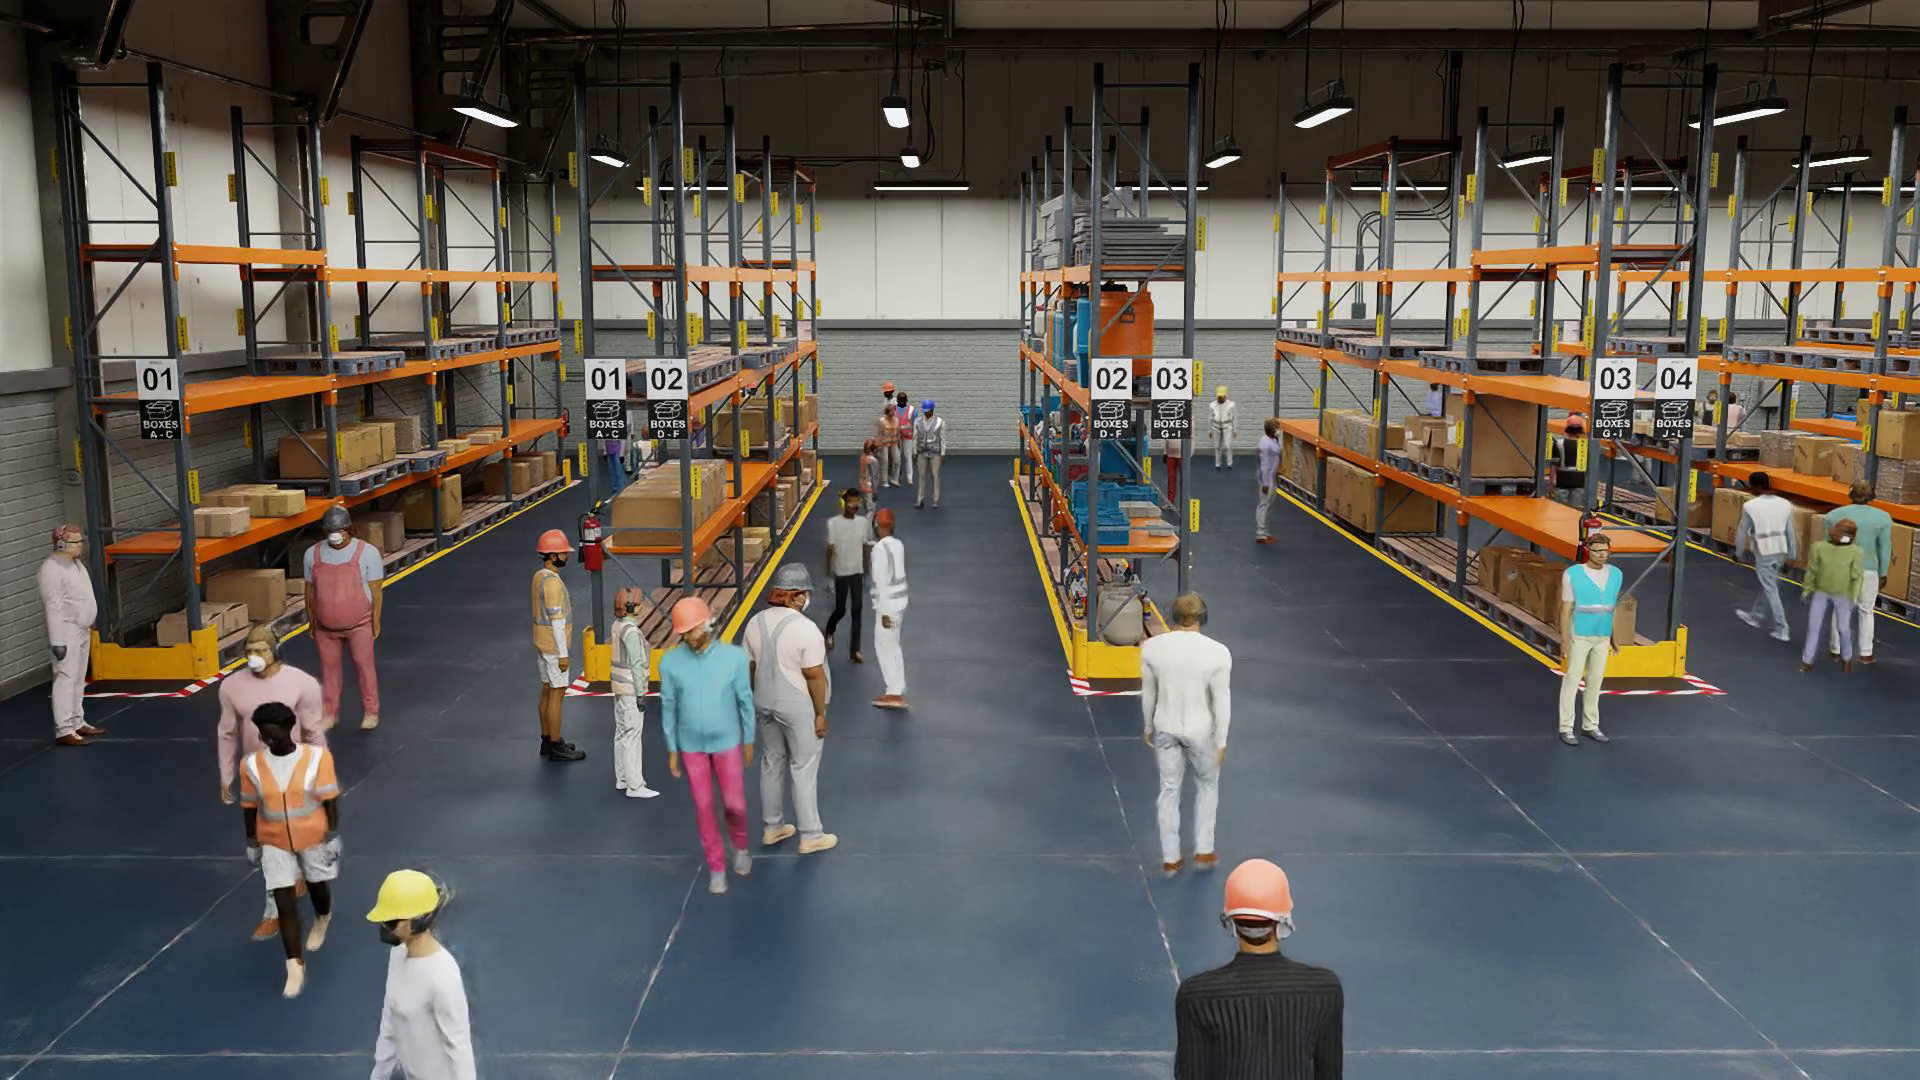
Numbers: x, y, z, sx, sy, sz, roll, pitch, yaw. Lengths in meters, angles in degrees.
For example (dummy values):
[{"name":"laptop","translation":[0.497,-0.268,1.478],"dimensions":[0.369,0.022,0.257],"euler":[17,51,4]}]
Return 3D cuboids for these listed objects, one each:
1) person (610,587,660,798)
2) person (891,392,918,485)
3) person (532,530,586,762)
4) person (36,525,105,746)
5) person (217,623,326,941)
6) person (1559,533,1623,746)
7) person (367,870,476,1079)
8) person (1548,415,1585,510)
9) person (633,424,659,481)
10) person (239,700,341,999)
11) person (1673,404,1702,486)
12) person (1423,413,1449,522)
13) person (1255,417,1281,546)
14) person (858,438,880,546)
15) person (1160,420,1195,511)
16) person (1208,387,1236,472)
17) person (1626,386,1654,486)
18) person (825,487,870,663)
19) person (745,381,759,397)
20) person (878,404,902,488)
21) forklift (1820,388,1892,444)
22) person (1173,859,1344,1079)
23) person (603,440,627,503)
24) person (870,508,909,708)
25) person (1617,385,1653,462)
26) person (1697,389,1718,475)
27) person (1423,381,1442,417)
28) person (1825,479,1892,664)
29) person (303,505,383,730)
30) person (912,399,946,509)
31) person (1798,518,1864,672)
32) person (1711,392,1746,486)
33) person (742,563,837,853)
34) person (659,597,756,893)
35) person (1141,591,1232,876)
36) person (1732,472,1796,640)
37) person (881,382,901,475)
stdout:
[{"name":"person","translation":[-2.548,1.175,12.871],"dimensions":[0.307,1.641,0.512],"euler":[-5,10,-27]},{"name":"person","translation":[-1.137,-1.994,32.646],"dimensions":[0.625,1.836,0.429],"euler":[1,9,5]},{"name":"person","translation":[-3.360,0.874,13.854],"dimensions":[0.362,1.938,0.545],"euler":[-5,10,-28]},{"name":"person","translation":[-7.660,0.812,14.361],"dimensions":[0.403,1.904,0.652],"euler":[-1,9,-9]},{"name":"person","translation":[-4.267,1.429,10.410],"dimensions":[0.634,1.909,0.969],"euler":[0,9,2]},{"name":"person","translation":[5.421,0.842,14.353],"dimensions":[0.567,1.844,0.375],"euler":[-3,9,-16]},{"name":"person","translation":[-2.109,2.123,6.446],"dimensions":[0.647,1.748,0.540],"euler":[-6,11,-34]},{"name":"person","translation":[9.014,-0.840,24.590],"dimensions":[0.646,2.025,0.443],"euler":[1,9,8]},{"name":"person","translation":[-5.120,-1.081,27.383],"dimensions":[0.514,1.641,0.308],"euler":[-1,9,-10]},{"name":"person","translation":[-3.813,1.688,9.526],"dimensions":[0.542,1.653,0.813],"euler":[-2,9,-13]},{"name":"person","translation":[13.792,-1.767,31.610],"dimensions":[0.536,1.682,0.858],"euler":[3,9,19]},{"name":"person","translation":[7.742,-1.151,27.159],"dimensions":[0.505,1.850,0.661],"euler":[5,10,31]},{"name":"person","translation":[4.666,-0.891,25.203],"dimensions":[0.353,1.937,0.635],"euler":[3,9,21]},{"name":"person","translation":[-1.377,-0.724,25.120],"dimensions":[0.329,1.630,0.531],"euler":[-5,10,-28]},{"name":"person","translation":[3.779,-1.492,28.882],"dimensions":[0.609,1.996,0.379],"euler":[7,12,40]},{"name":"person","translation":[5.471,-2.311,34.807],"dimensions":[0.599,1.803,0.490],"euler":[3,9,18]},{"name":"person","translation":[13.308,-2.030,32.515],"dimensions":[0.605,1.944,0.402],"euler":[-2,9,-14]},{"name":"person","translation":[-1.205,0.354,17.491],"dimensions":[0.532,1.853,0.588],"euler":[-5,10,-30]},{"name":"person","translation":[-4.275,-2.283,33.994],"dimensions":[0.392,1.989,0.610],"euler":[-1,9,-9]},{"name":"person","translation":[-1.346,-1.811,32.126],"dimensions":[0.541,1.626,0.445],"euler":[-6,11,-33]},{"name":"forklift","translation":[20.072,-3.110,36.462],"dimensions":[1.873,2.768,1.129],"euler":[0,9,0]},{"name":"person","translation":[1.029,2.094,5.828],"dimensions":[0.612,1.991,0.392],"euler":[-1,9,-7]},{"name":"person","translation":[-6.199,-1.587,29.745],"dimensions":[0.584,1.919,0.391],"euler":[9,12,44]},{"name":"person","translation":[-0.655,0.633,15.669],"dimensions":[0.443,1.854,0.668],"euler":[3,9,20]},{"name":"person","translation":[14.994,-2.585,36.869],"dimensions":[0.499,1.689,0.897],"euler":[-8,12,-41]},{"name":"person","translation":[15.547,-2.265,34.557],"dimensions":[0.507,1.795,0.930],"euler":[2,9,15]},{"name":"person","translation":[10.562,-2.722,37.045],"dimensions":[0.478,1.925,0.559],"euler":[-5,10,-28]},{"name":"person","translation":[9.349,0.328,17.360],"dimensions":[0.627,1.940,0.371],"euler":[6,11,33]},{"name":"person","translation":[-5.478,0.683,14.750],"dimensions":[0.685,2.000,0.535],"euler":[-1,9,-4]},{"name":"person","translation":[-0.549,-1.513,29.210],"dimensions":[0.602,1.937,0.408],"euler":[2,9,15]},{"name":"person","translation":[8.882,0.555,16.966],"dimensions":[0.556,1.612,0.429],"euler":[5,10,32]},{"name":"person","translation":[14.995,-1.976,32.491],"dimensions":[0.631,1.842,0.428],"euler":[3,9,17]},{"name":"person","translation":[-1.158,1.157,11.700],"dimensions":[0.673,2.000,0.536],"euler":[7,11,37]},{"name":"person","translation":[-1.646,1.327,10.861],"dimensions":[0.613,1.961,0.444],"euler":[-1,9,-4]},{"name":"person","translation":[1.541,1.291,11.236],"dimensions":[0.636,1.916,0.636],"euler":[4,10,22]},{"name":"person","translation":[9.048,0.159,18.753],"dimensions":[0.626,1.841,0.988],"euler":[-2,9,-15]},{"name":"person","translation":[-1.449,-2.298,34.302],"dimensions":[0.390,1.927,0.545],"euler":[-6,11,-35]}]
